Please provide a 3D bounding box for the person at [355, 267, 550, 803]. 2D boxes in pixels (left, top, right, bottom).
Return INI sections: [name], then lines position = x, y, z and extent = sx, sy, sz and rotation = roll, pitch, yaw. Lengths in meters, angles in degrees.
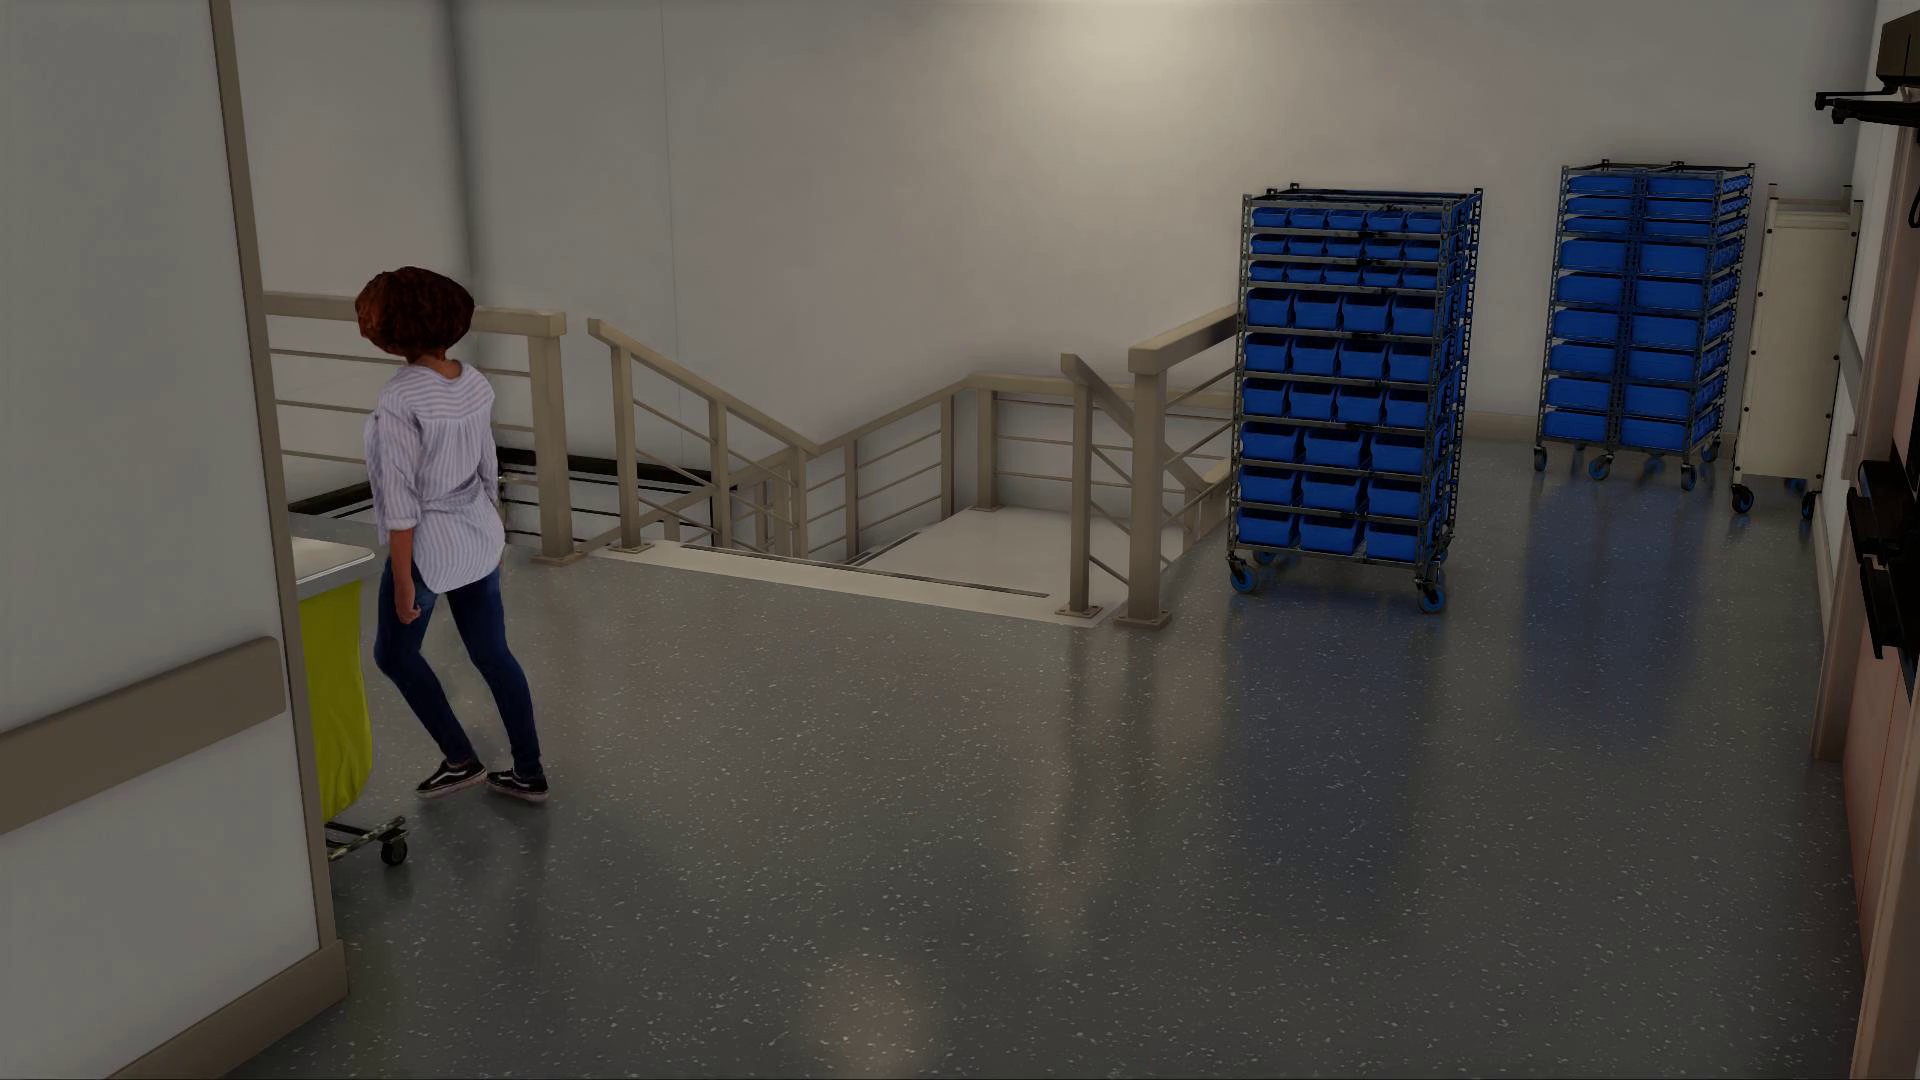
[person]
position = -1.484, 0.046, 5.013
extent = 0.746, 1.675, 0.613
rotation = 9, 18, 29
